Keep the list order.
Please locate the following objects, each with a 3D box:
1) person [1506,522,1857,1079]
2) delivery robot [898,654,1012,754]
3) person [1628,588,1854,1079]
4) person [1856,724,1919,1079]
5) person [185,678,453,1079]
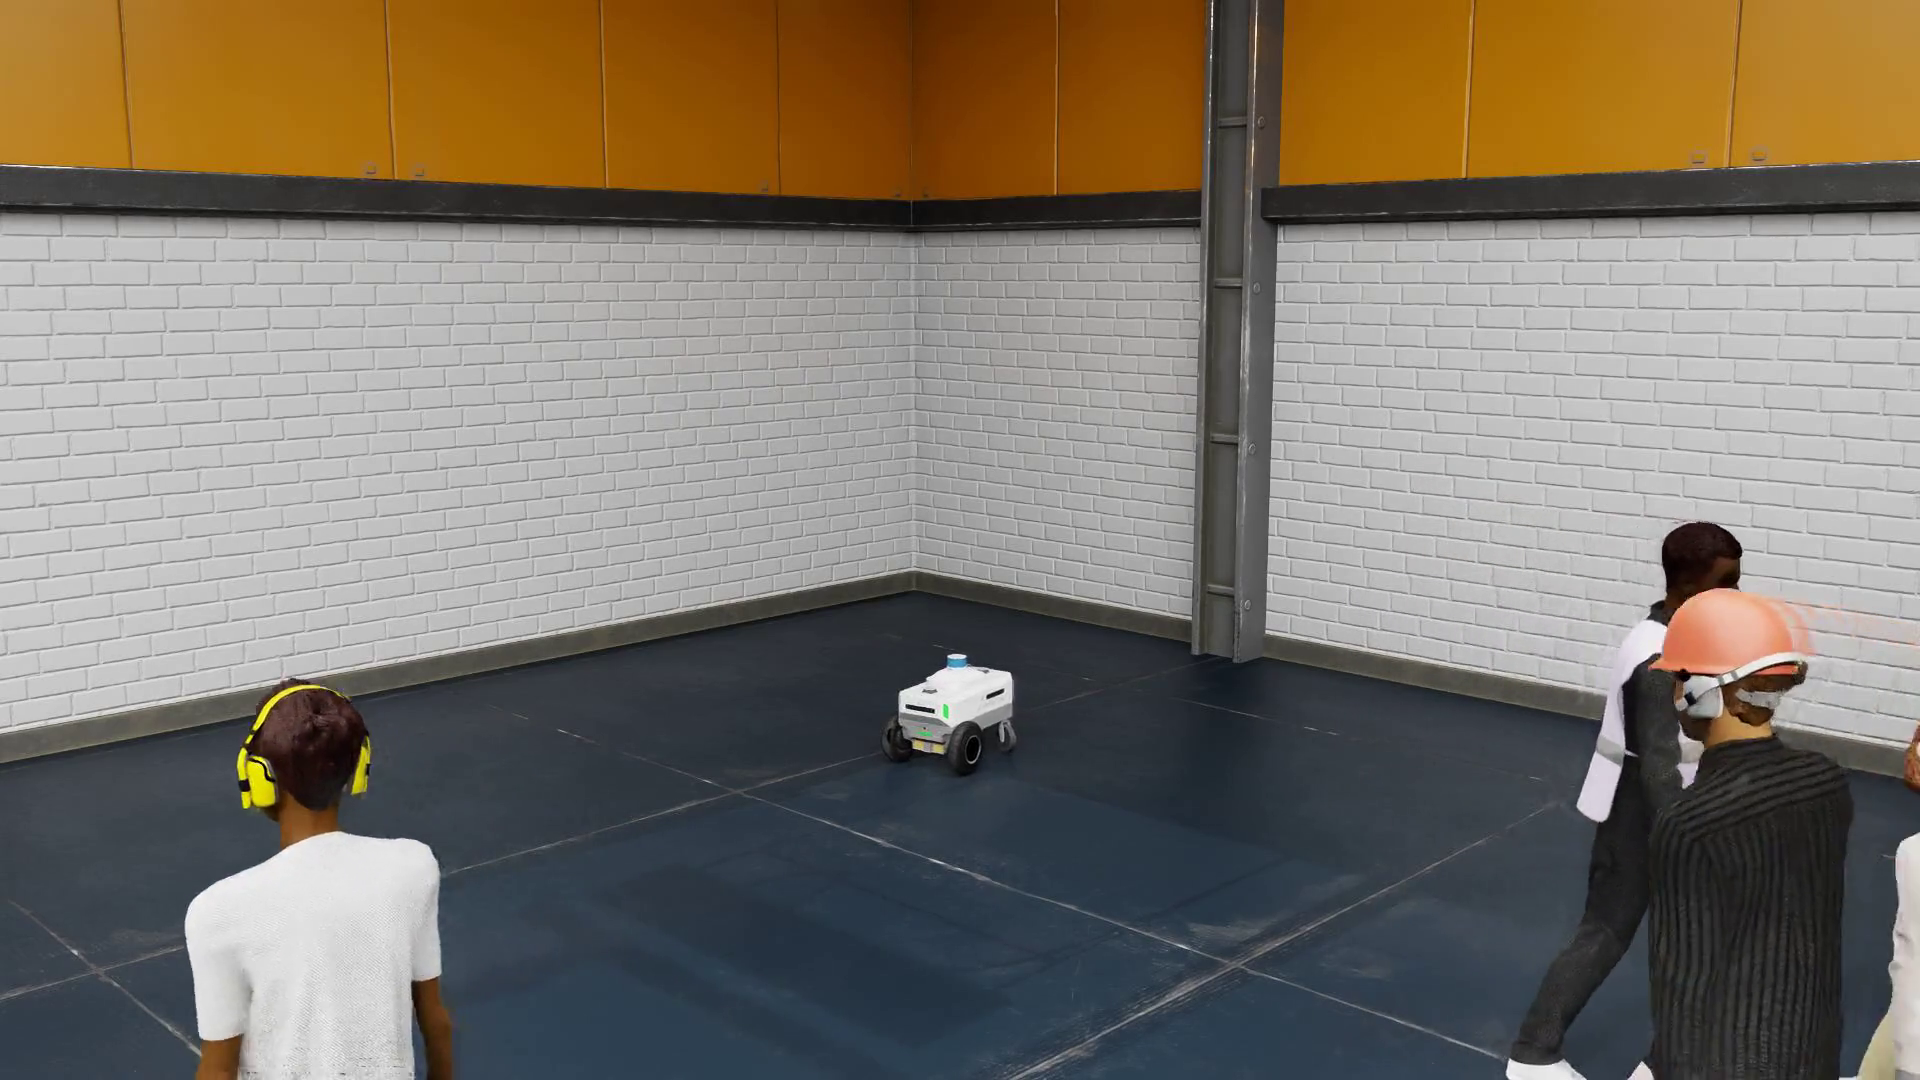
[{"bbox_3d":[2.194,0.869,5.026,1.001,1.857,0.600,6,11,33],"label":"person"},{"bbox_3d":[-0.018,0.851,8.852,0.477,0.478,0.707,6,11,32],"label":"delivery robot"},{"bbox_3d":[1.552,1.062,3.575,0.613,1.947,0.930,-5,10,-28],"label":"person"},{"bbox_3d":[2.430,1.171,3.985,0.494,1.600,0.822,-3,10,-19],"label":"person"},{"bbox_3d":[-1.150,1.189,3.112,0.538,1.845,0.535,7,12,37],"label":"person"}]
